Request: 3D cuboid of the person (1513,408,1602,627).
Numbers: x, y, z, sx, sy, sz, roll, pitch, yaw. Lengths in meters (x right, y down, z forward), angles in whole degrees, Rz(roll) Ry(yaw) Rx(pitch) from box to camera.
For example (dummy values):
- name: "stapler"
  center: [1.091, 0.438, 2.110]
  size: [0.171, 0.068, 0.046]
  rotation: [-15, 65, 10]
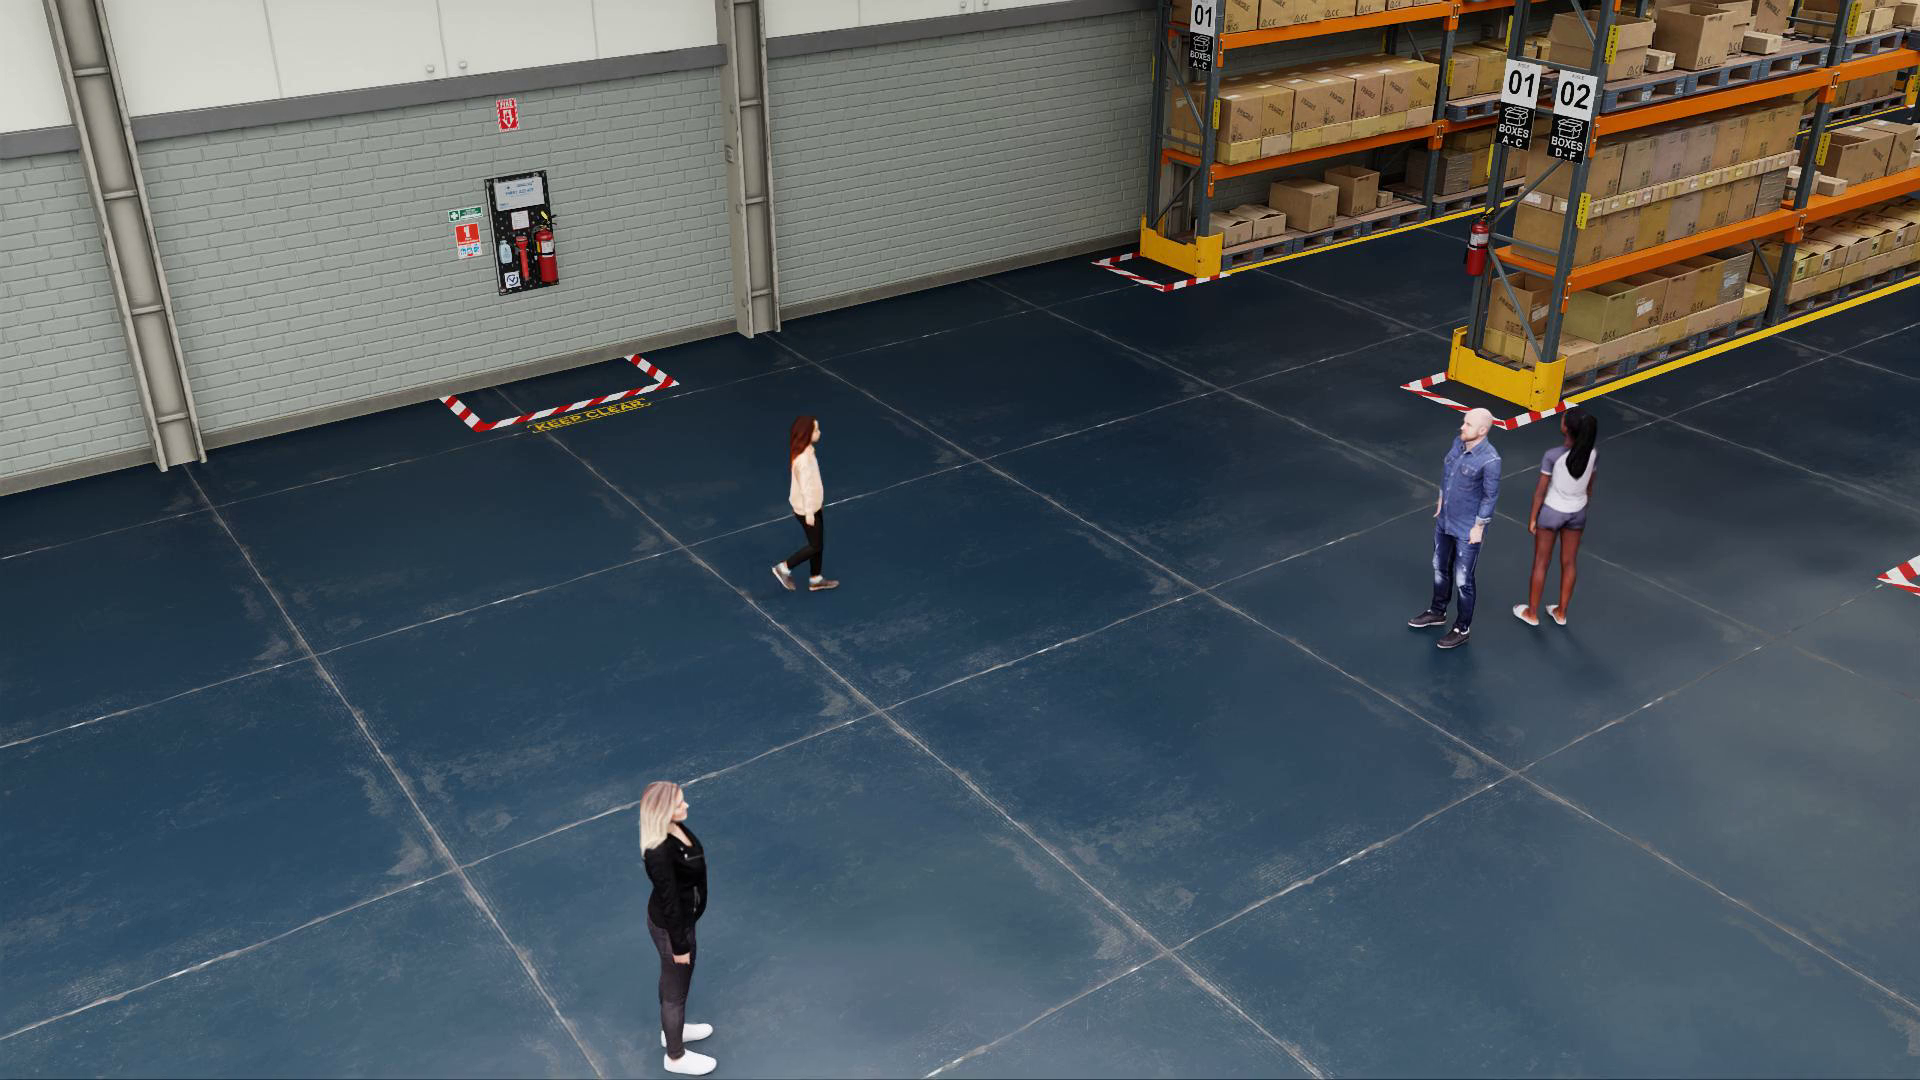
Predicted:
- name: "person"
  center: [4.427, -0.164, 12.231]
  size: [0.646, 1.724, 0.759]
  rotation: [-4, 28, -8]

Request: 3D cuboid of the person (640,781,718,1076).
- name: "person"
  center: [-1.430, 1.905, 8.256]
  size: [0.678, 1.685, 0.692]
  rotation: [-5, 28, -9]

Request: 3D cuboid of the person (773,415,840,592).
- name: "person"
  center: [-1.206, -0.249, 12.673]
  size: [0.855, 1.469, 0.774]
  rotation: [0, 27, 0]

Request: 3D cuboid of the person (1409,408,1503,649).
- name: "person"
  center: [3.617, -0.111, 12.016]
  size: [0.671, 1.826, 0.762]
  rotation: [-10, 29, -19]
